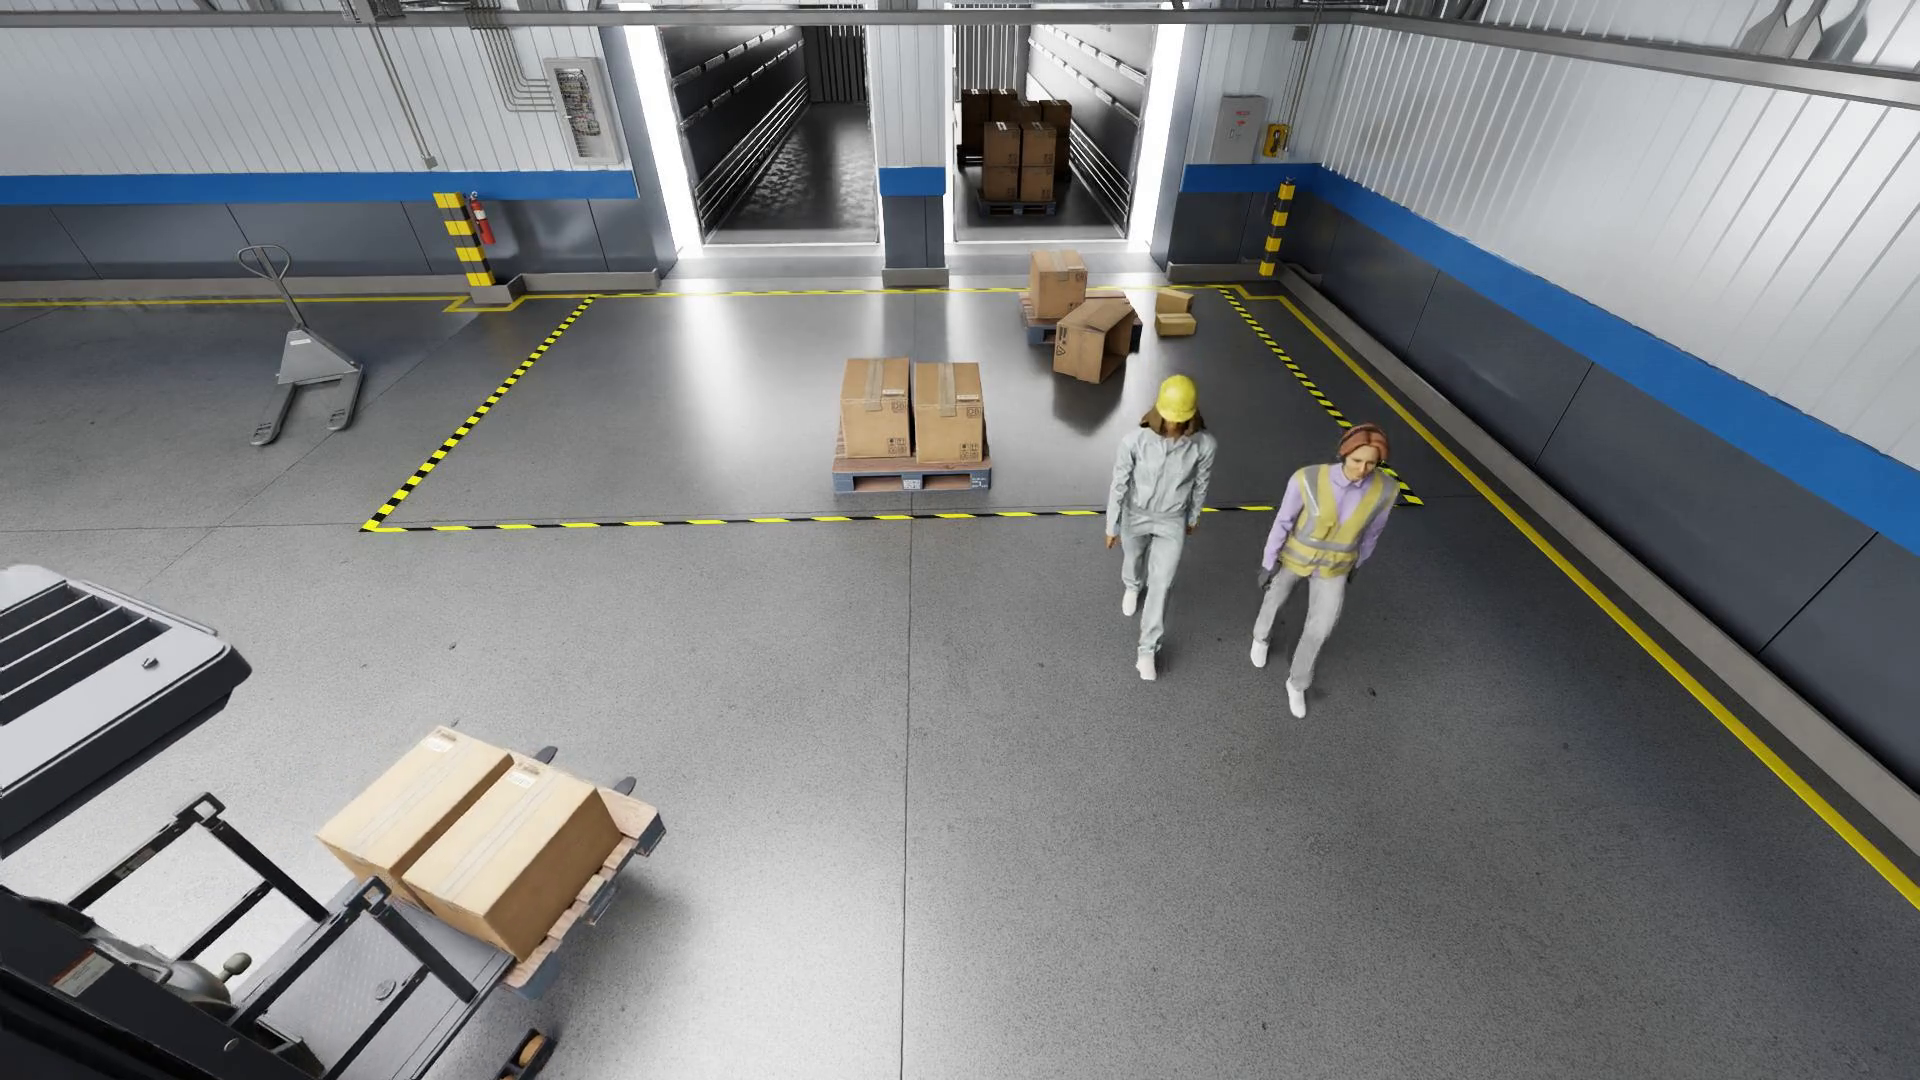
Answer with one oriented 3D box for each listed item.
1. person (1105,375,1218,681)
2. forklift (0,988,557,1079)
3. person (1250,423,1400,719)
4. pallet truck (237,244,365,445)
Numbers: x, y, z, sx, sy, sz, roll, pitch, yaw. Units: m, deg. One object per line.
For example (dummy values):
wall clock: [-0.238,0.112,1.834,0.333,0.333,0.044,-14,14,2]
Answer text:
person: [1.024,-0.069,3.891,0.503,1.693,0.884,8,39,10]
forklift: [-2.171,1.528,1.612,0.716,2.013,0.776,14,40,16]
person: [1.768,0.159,3.676,0.525,1.620,0.595,10,39,12]
pallet truck: [-5.915,-1.733,6.366,0.680,1.201,1.601,-18,42,-21]
